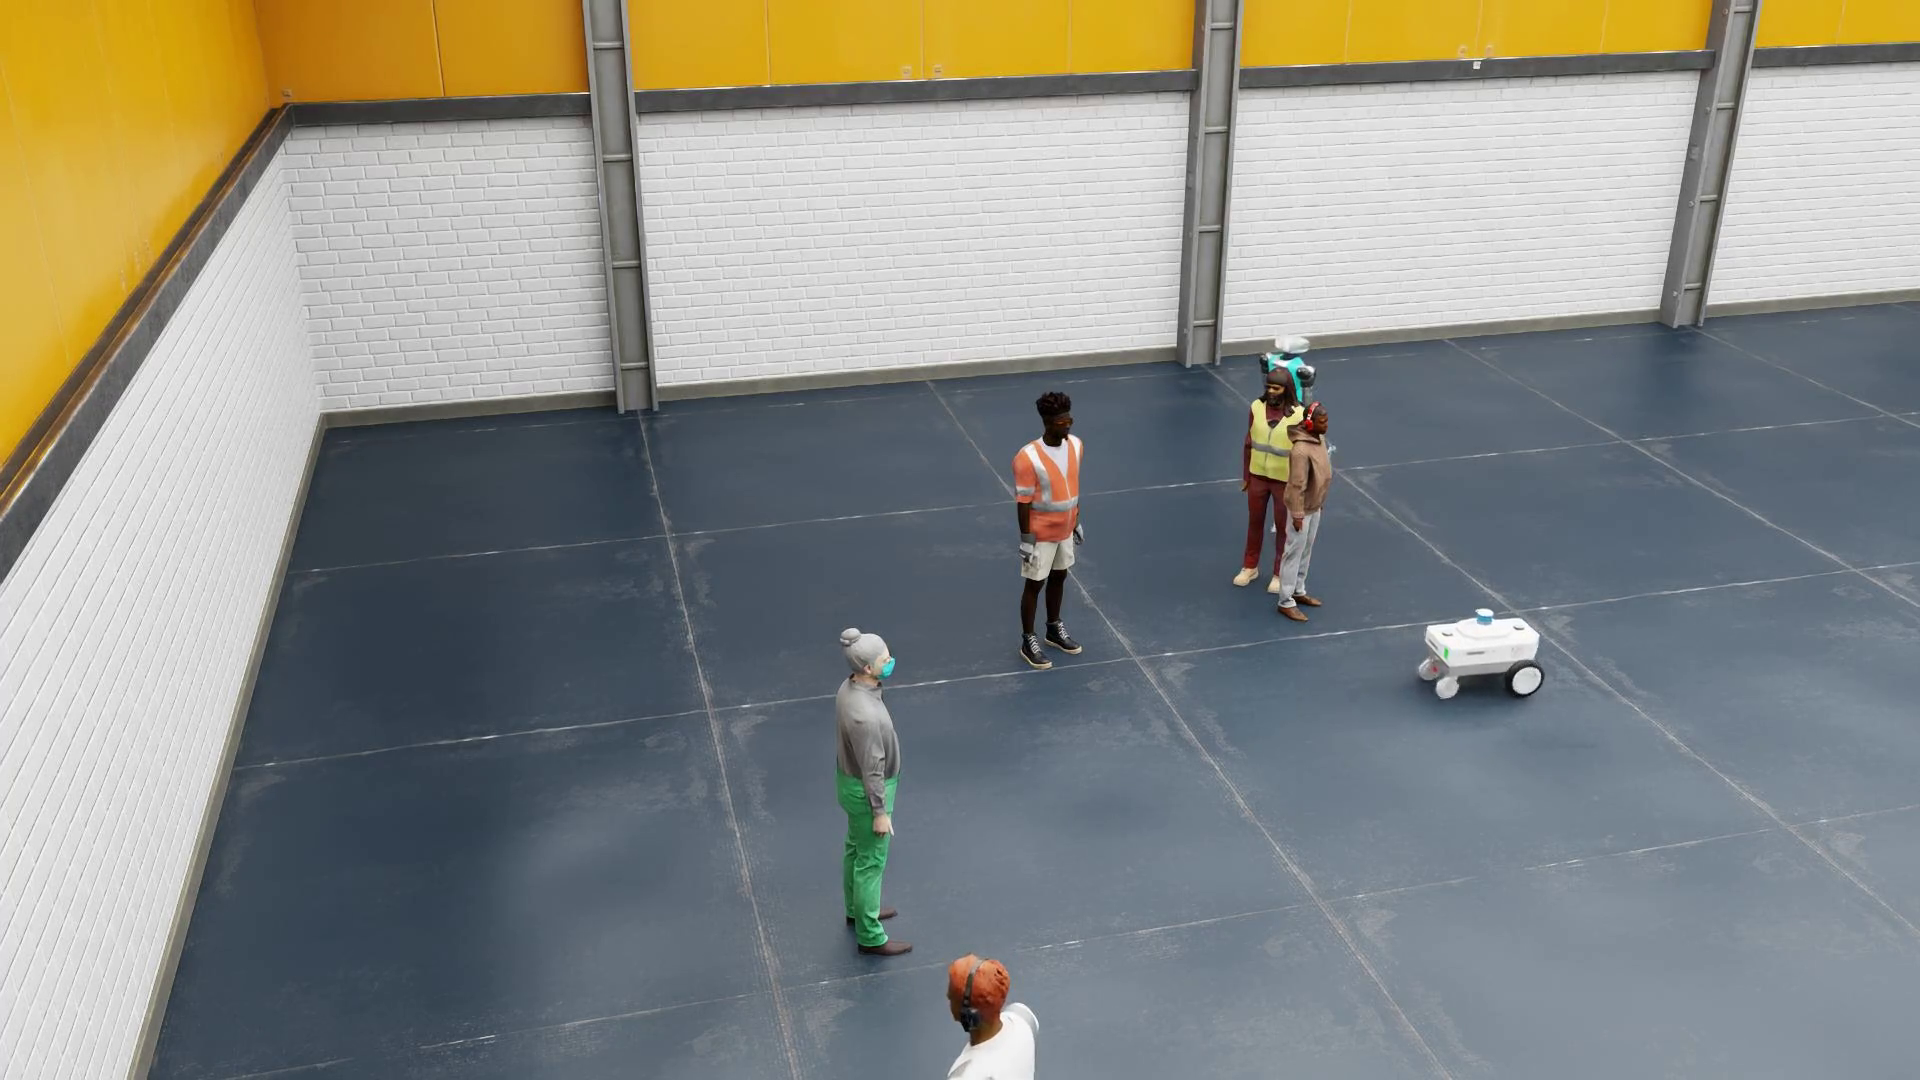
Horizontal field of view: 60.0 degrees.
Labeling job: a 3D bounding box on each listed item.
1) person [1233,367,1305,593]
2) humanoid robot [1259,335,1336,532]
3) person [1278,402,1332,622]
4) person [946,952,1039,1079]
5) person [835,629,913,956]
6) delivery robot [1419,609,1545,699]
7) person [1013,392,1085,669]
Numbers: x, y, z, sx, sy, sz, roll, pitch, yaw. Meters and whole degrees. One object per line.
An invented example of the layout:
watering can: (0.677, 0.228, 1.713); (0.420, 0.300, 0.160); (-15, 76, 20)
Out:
person: (2.366, -0.463, 12.550); (0.477, 1.767, 0.358); (13, 27, 28)
humanoid robot: (2.777, -0.809, 13.437); (0.781, 1.819, 0.530); (-16, 29, -33)
person: (2.511, -0.229, 12.159); (0.330, 1.651, 0.470); (14, 27, 28)
person: (0.091, 2.321, 6.102); (0.353, 1.878, 0.567); (11, 26, 24)
person: (-0.459, 1.274, 8.521); (0.341, 1.839, 0.507); (-6, 24, -13)
delivery robot: (3.555, 0.764, 11.293); (0.808, 0.614, 0.499); (-4, 24, -9)
person: (0.627, -0.083, 11.445); (0.606, 1.966, 0.368); (-21, 32, -40)
